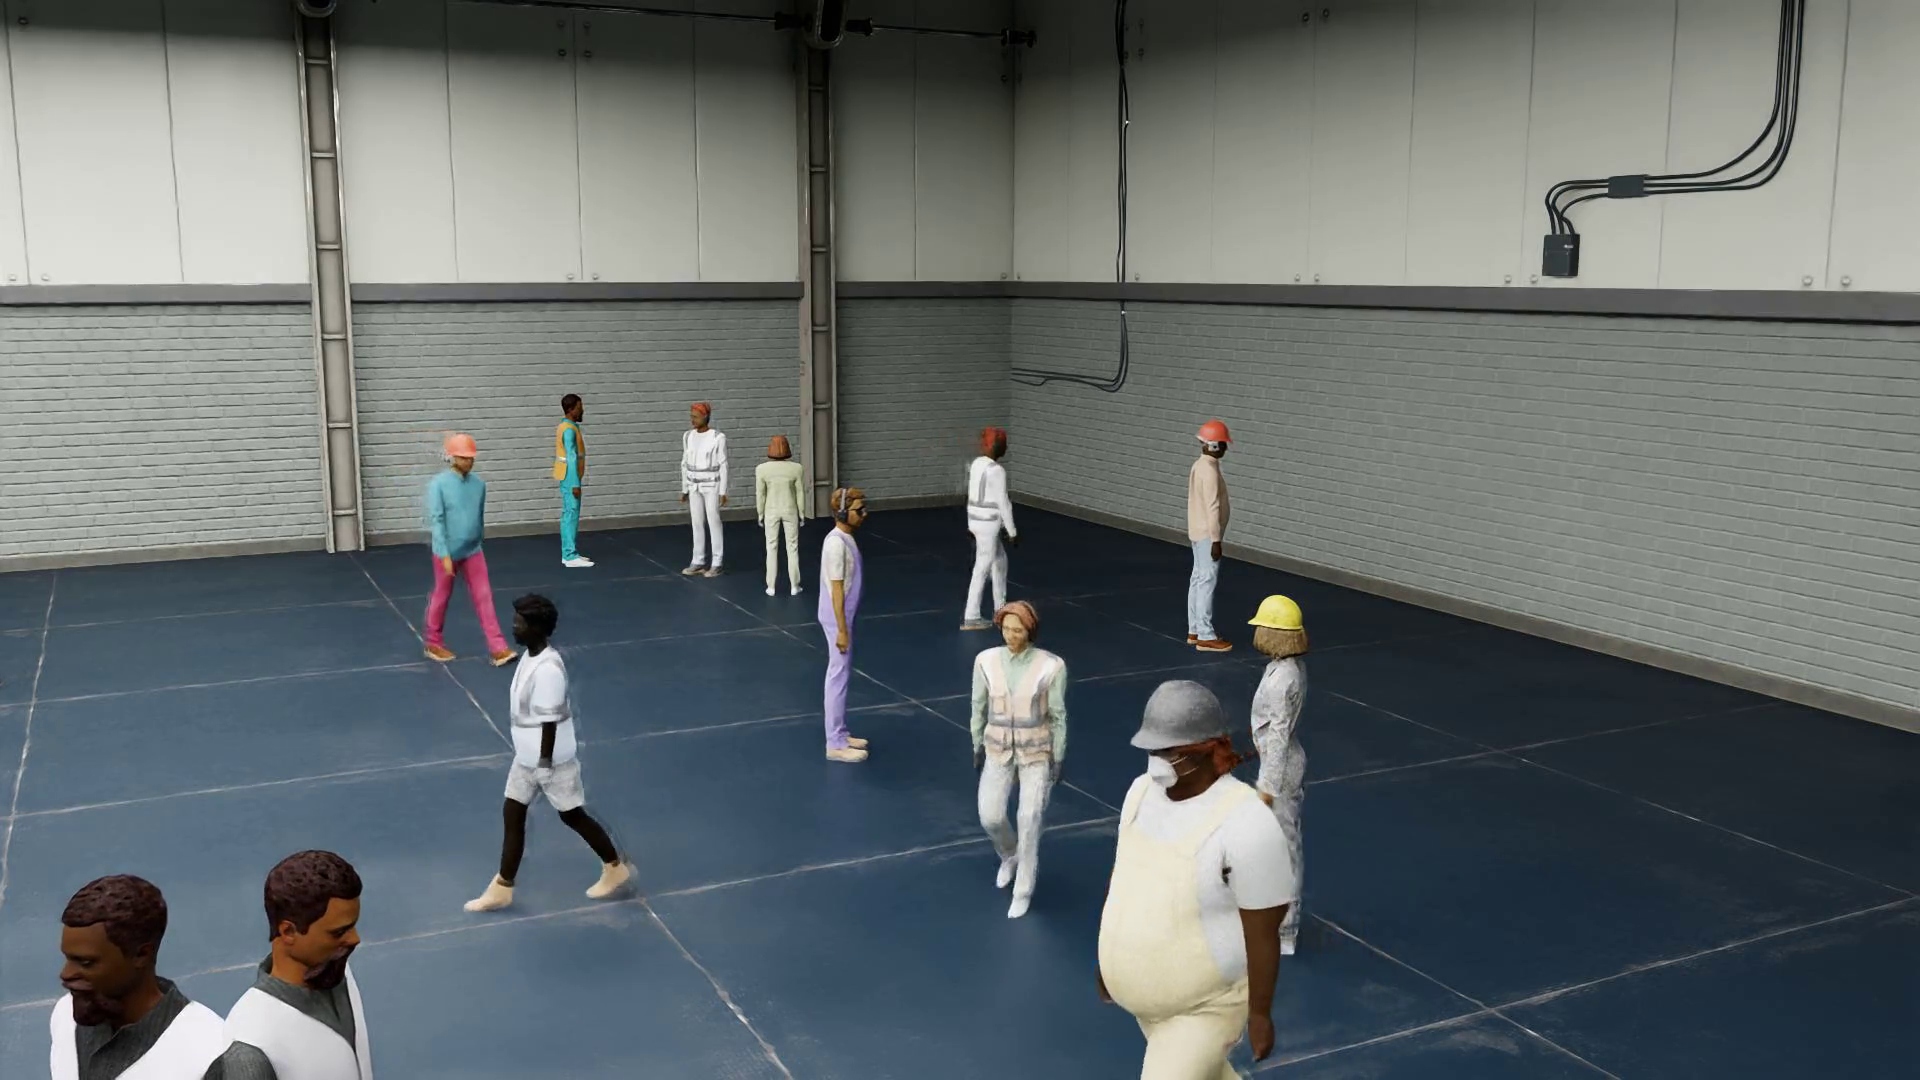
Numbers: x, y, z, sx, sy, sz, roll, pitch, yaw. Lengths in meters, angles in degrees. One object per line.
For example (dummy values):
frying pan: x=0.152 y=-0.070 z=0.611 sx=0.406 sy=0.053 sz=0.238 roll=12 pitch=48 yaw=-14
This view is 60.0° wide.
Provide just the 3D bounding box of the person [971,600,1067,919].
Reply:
person: x=0.305 y=1.103 z=8.516 sx=0.517 sy=1.626 sz=0.395 roll=3 pitch=10 yaw=18

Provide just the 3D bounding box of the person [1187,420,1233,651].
person: x=2.162 y=-0.042 z=14.424 sx=0.376 sy=1.996 sz=0.608 roll=-1 pitch=9 yaw=-5

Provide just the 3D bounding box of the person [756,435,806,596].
person: x=-1.805 y=-0.249 z=16.804 sx=0.500 sy=1.636 sz=0.286 roll=-1 pitch=9 yaw=-4

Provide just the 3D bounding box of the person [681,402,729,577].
person: x=-2.744 y=-0.541 z=17.840 sx=0.585 sy=1.882 sz=0.337 roll=5 pitch=11 yaw=30

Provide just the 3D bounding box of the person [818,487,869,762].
person: x=-0.779 y=0.557 z=11.199 sx=0.346 sy=1.845 sz=0.505 roll=0 pitch=9 yaw=0

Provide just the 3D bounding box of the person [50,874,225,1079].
person: x=-1.896 y=1.699 z=3.933 sx=0.587 sy=1.920 sz=0.393 roll=5 pitch=10 yaw=26

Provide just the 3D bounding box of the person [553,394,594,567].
person: x=-4.323 y=-0.664 z=18.494 sx=0.392 sy=1.920 sz=0.587 roll=-3 pitch=10 yaw=-19

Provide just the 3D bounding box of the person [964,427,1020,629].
person: x=0.356 y=-0.110 z=15.255 sx=0.789 sy=1.856 sz=0.583 roll=-3 pitch=10 yaw=-20

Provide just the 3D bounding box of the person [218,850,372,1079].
person: x=-1.591 y=1.681 z=4.066 sx=0.392 sy=1.914 sz=0.587 roll=-1 pitch=9 yaw=-4

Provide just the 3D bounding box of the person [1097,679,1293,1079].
person: x=0.765 y=1.384 z=5.501 sx=1.022 sy=2.000 sz=0.694 roll=-5 pitch=11 yaw=-29

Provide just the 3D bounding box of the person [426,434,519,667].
person: x=-4.119 y=0.093 z=13.772 sx=1.043 sy=1.941 sz=0.608 roll=7 pitch=12 yaw=37

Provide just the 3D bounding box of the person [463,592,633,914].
person: x=-2.109 y=1.082 z=8.543 sx=0.850 sy=1.656 sz=0.536 roll=-5 pitch=10 yaw=-28

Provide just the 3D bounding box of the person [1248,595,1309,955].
person: x=1.516 y=1.124 z=8.016 sx=0.295 sy=1.744 sz=0.484 roll=3 pitch=10 yaw=18
